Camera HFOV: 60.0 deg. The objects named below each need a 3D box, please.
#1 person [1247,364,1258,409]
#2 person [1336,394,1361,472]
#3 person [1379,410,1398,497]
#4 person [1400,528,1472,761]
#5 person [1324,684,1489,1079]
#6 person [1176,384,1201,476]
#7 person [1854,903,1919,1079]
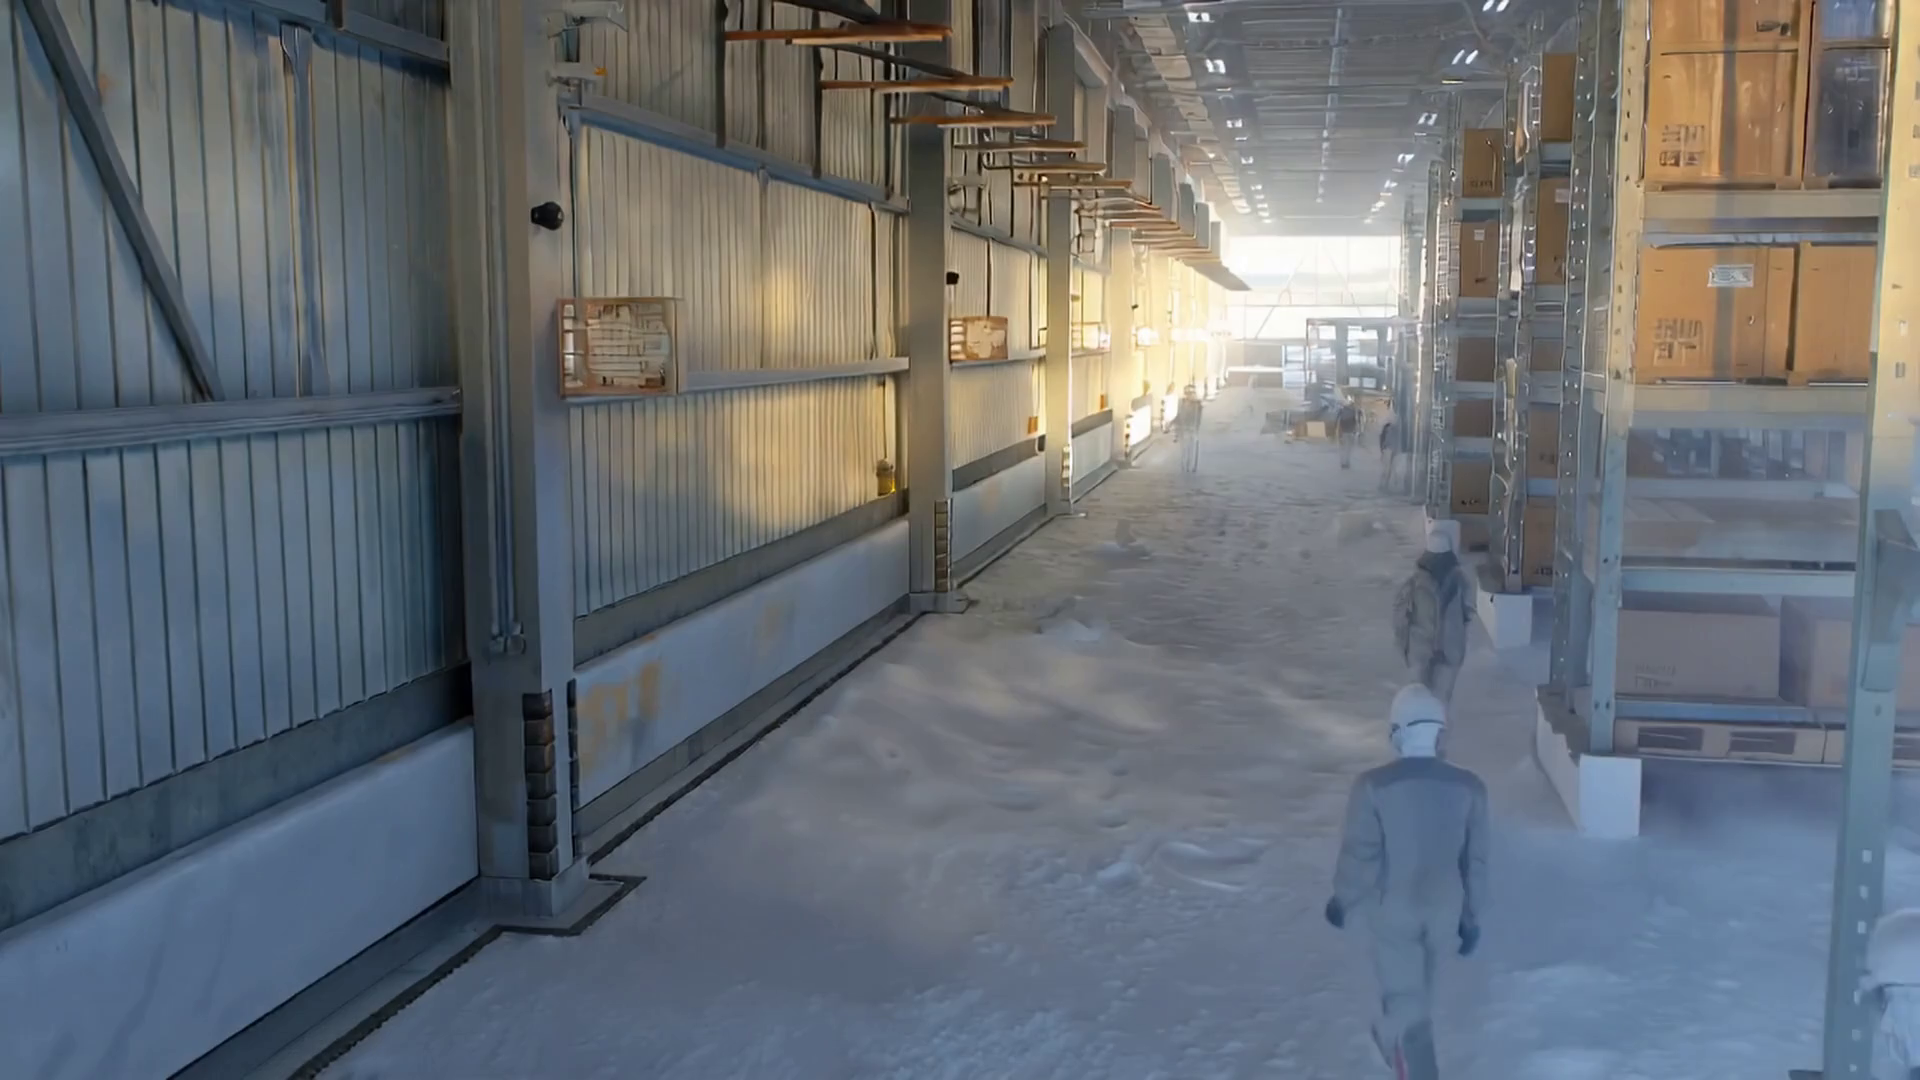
[{"bbox_3d":[11.866,-6.235,67.479,0.563,1.833,0.373,-6,9,-40],"label":"person"},{"bbox_3d":[8.623,-2.380,36.966,0.532,1.752,0.596,1,7,9],"label":"person"},{"bbox_3d":[8.103,-1.642,31.467,0.310,1.639,0.514,0,7,2],"label":"person"},{"bbox_3d":[3.421,0.750,12.000,0.485,1.722,0.538,1,7,11],"label":"person"},{"bbox_3d":[1.781,1.425,6.657,0.574,1.702,0.895,-1,7,-9],"label":"person"},{"bbox_3d":[4.957,-2.381,35.960,0.379,1.996,0.608,-4,8,-29],"label":"person"},{"bbox_3d":[1.928,1.719,3.394,0.640,1.931,0.851,-4,8,-29],"label":"person"}]
